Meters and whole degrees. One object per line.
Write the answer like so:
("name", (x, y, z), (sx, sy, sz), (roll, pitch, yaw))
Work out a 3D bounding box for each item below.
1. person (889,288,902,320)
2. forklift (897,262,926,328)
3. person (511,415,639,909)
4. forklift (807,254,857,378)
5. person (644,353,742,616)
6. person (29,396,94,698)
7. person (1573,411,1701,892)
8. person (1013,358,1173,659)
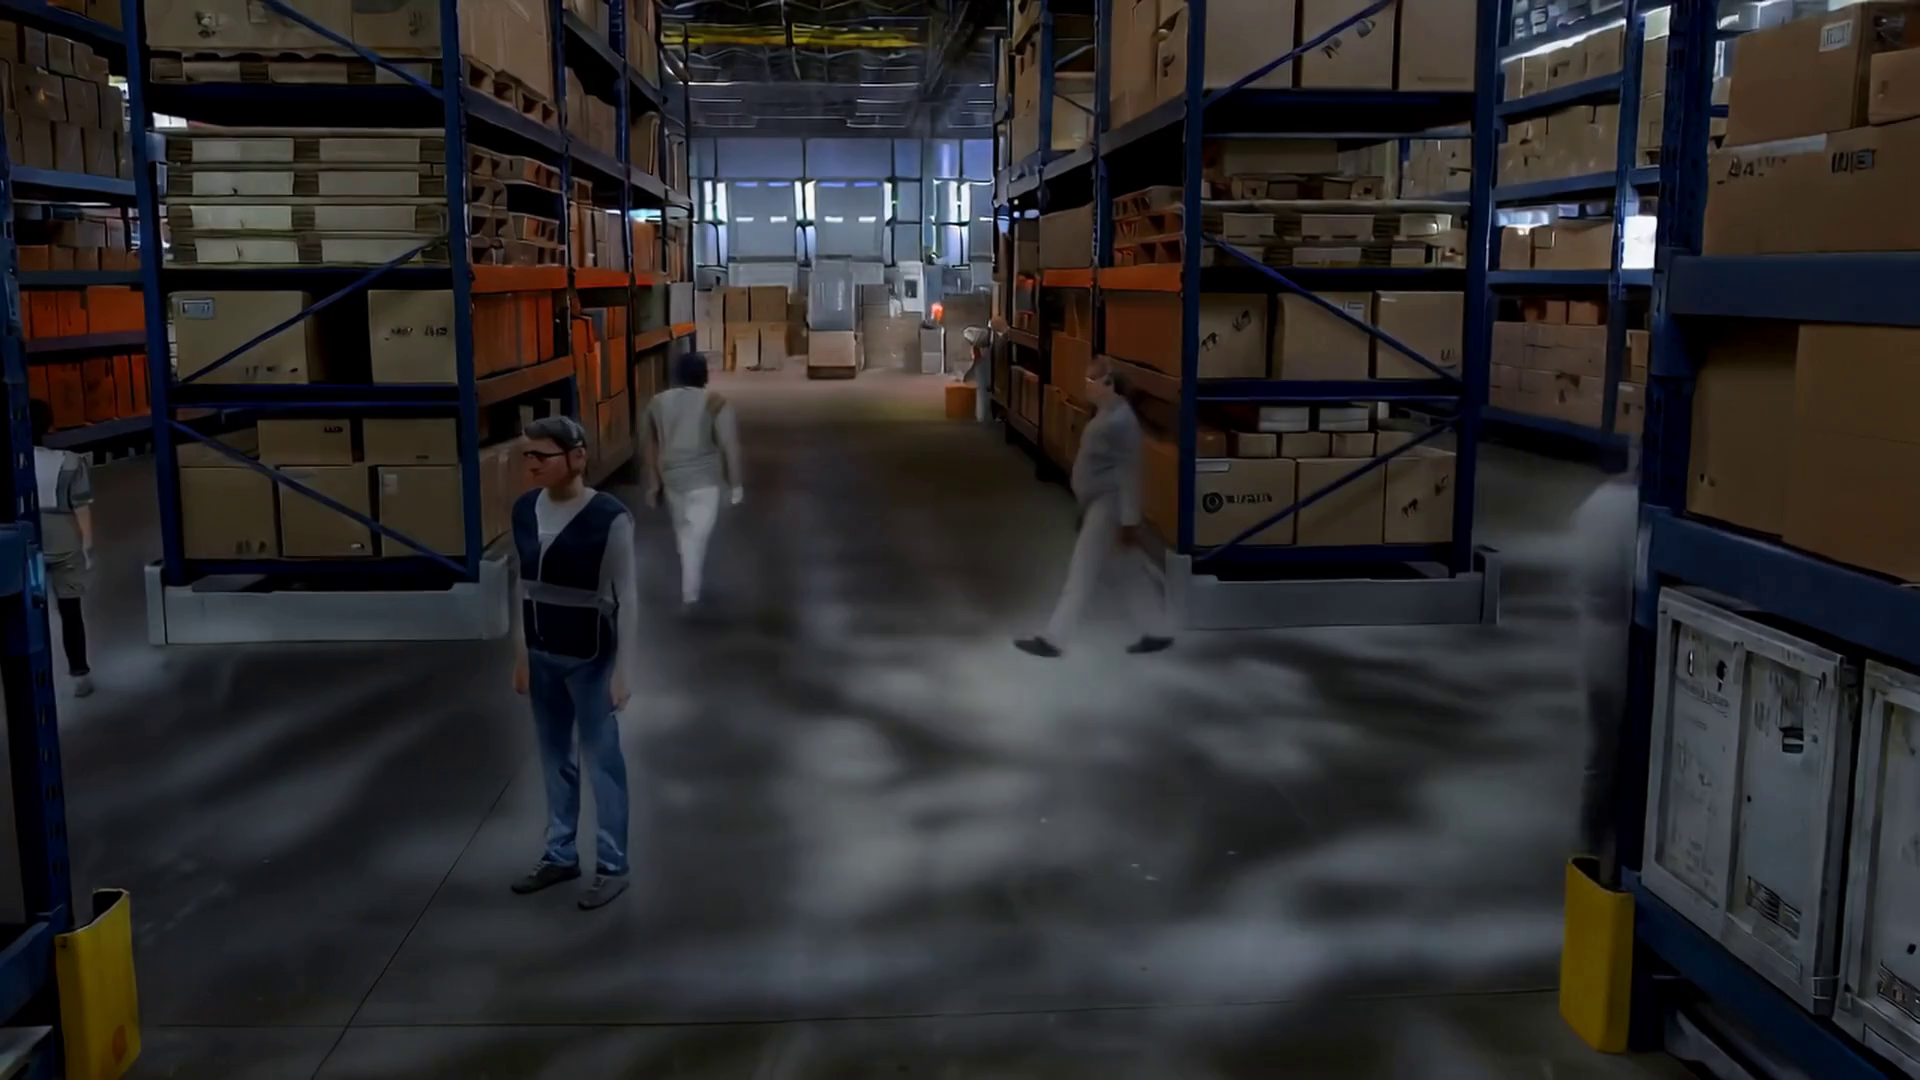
("person", (-2.296, -7.825, 57.970), (0.636, 1.928, 0.380), (4, 10, 22))
("forklift", (-1.780, -8.547, 59.499), (1.129, 2.768, 1.873), (-1, 9, -4))
("person", (-1.446, 0.447, 6.260), (0.570, 1.843, 0.373), (5, 10, 30))
("forklift", (-2.942, -5.145, 38.138), (1.129, 2.768, 1.873), (-1, 9, -4))
("person", (-1.840, -0.415, 11.792), (0.660, 1.803, 0.900), (2, 9, 13))
("person", (-5.081, 0.053, 9.216), (0.530, 1.692, 0.320), (-5, 10, -27))
("person", (2.515, 0.466, 6.003), (0.563, 1.889, 0.676), (-1, 9, -4))
("person", (0.866, -0.190, 10.222), (1.017, 1.857, 0.663), (-1, 9, -4))
